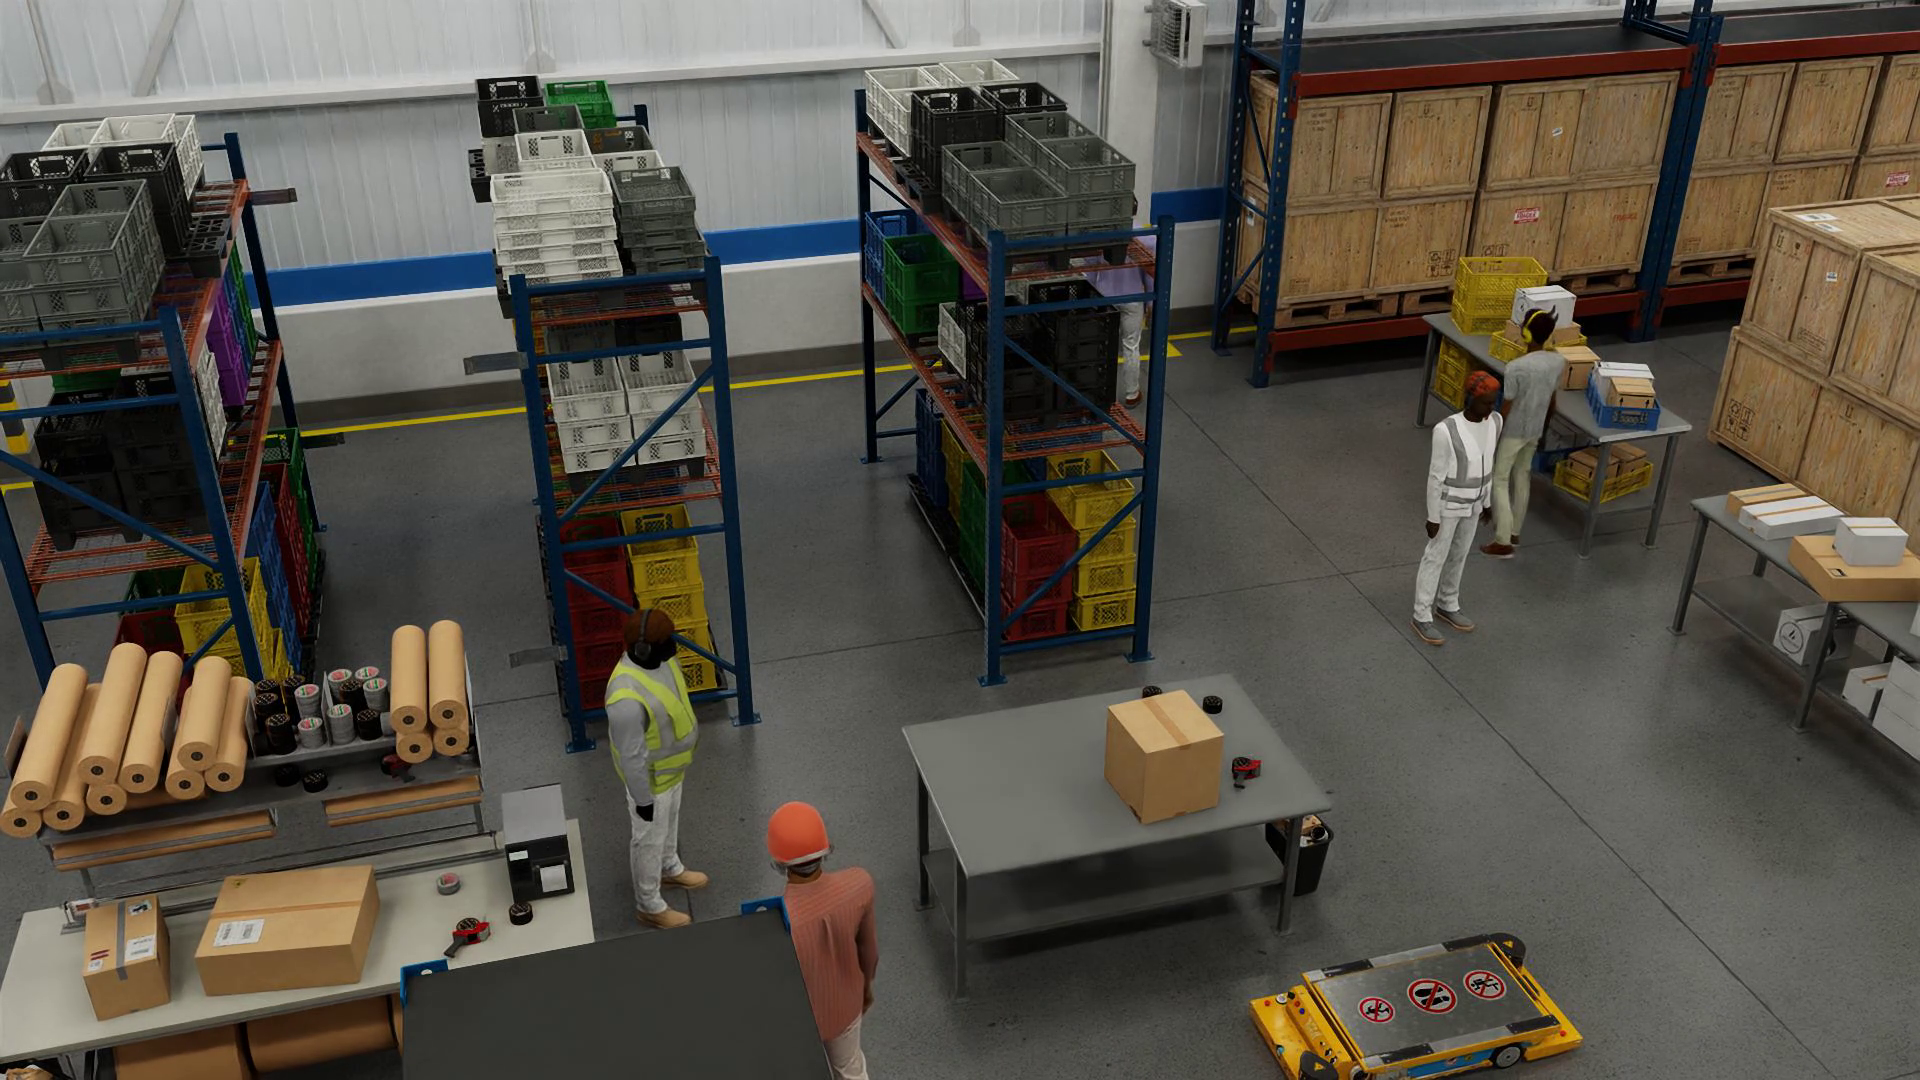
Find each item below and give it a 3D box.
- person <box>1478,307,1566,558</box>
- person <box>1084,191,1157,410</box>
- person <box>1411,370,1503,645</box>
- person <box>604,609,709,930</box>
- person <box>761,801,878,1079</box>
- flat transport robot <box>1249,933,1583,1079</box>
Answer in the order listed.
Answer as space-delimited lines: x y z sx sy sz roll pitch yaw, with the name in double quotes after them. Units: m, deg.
3.991 -0.767 11.895 0.535 1.881 0.377 -11 31 -20 "person"
1.353 -2.042 14.130 0.632 1.940 0.372 5 29 9 "person"
3.266 -0.220 10.873 0.575 1.882 0.355 -17 33 -29 "person"
-1.532 1.147 8.438 0.429 1.836 0.628 3 29 6 "person"
-0.611 1.920 6.866 0.621 1.990 0.396 -23 36 -35 "person"
2.184 2.282 7.980 1.431 0.197 0.652 -8 30 -14 "flat transport robot"
